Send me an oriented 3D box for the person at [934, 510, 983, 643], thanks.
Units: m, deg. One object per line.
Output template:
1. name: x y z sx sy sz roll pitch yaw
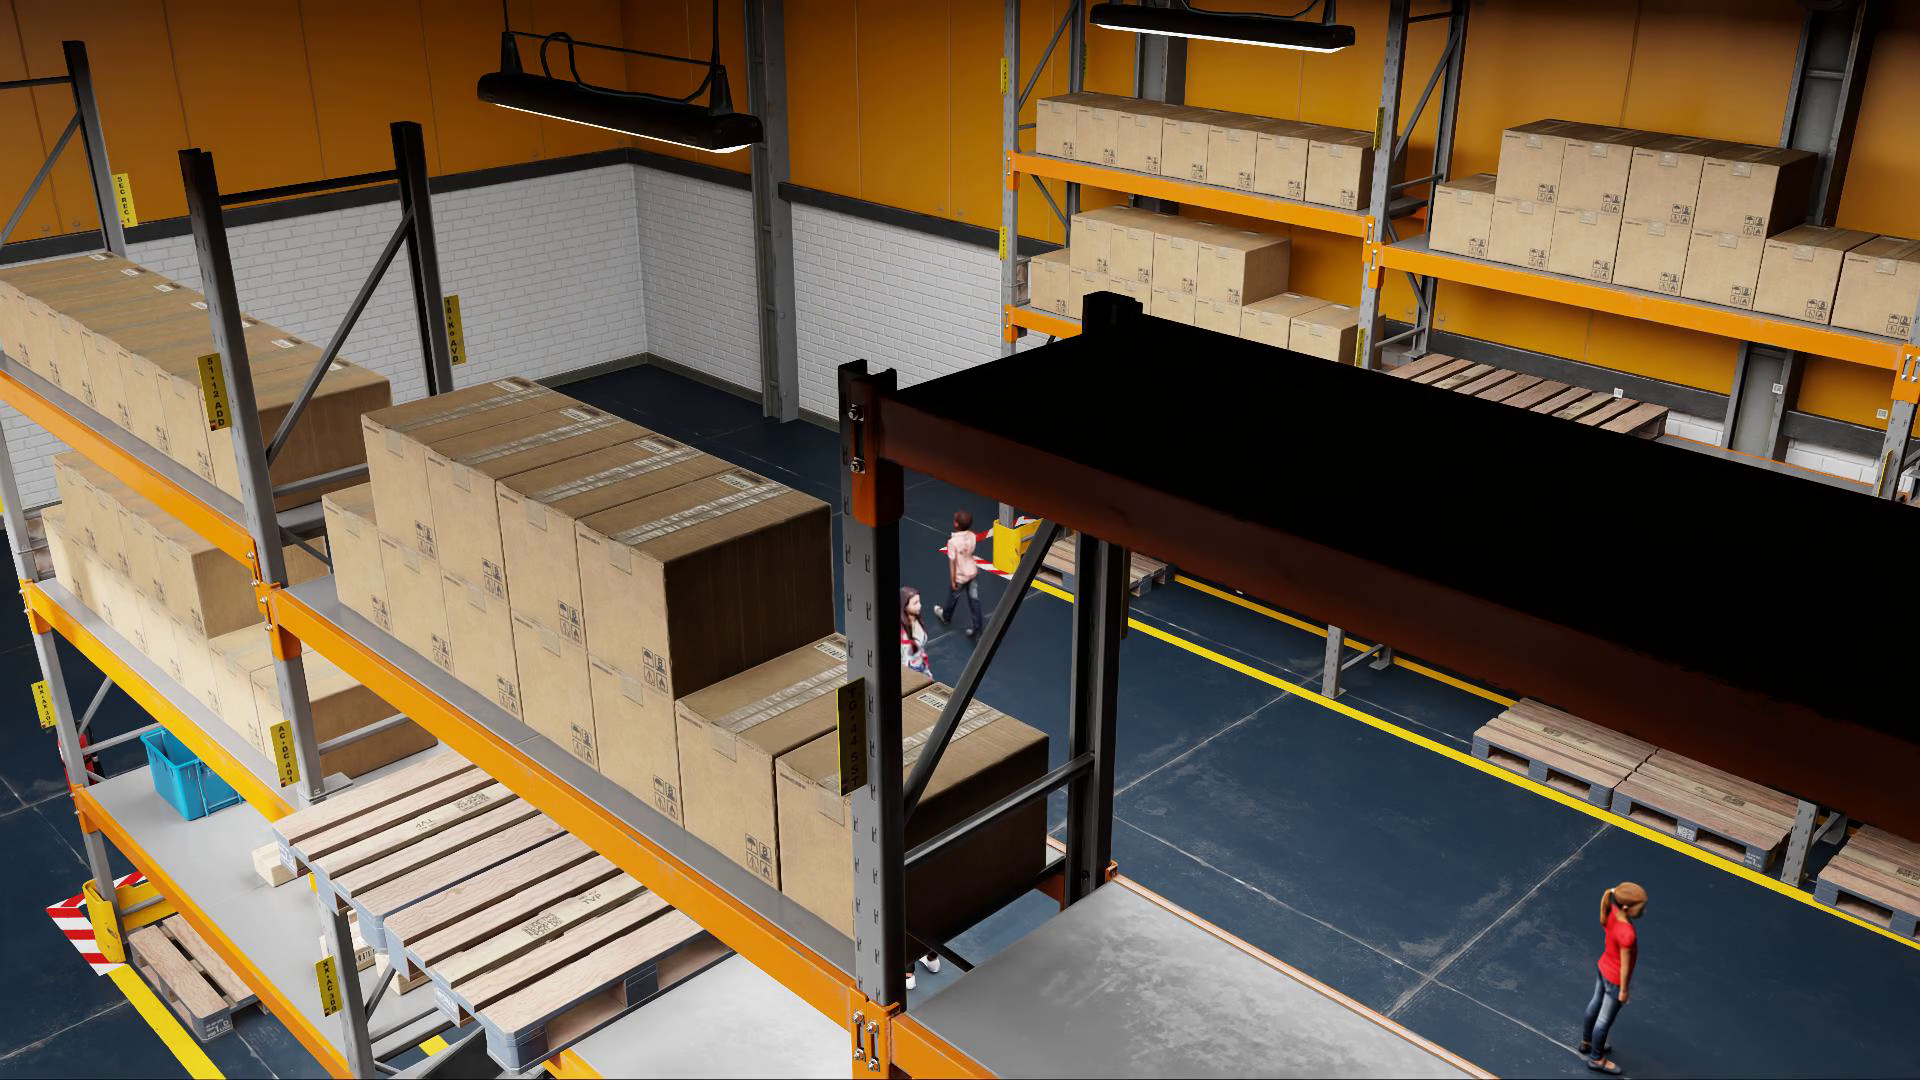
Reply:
1. person: 0.078 0.360 15.646 0.627 1.267 0.935 -14 27 -29

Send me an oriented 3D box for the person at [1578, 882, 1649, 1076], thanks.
1. person: 4.035 2.681 10.283 0.608 1.310 0.559 2 24 5
